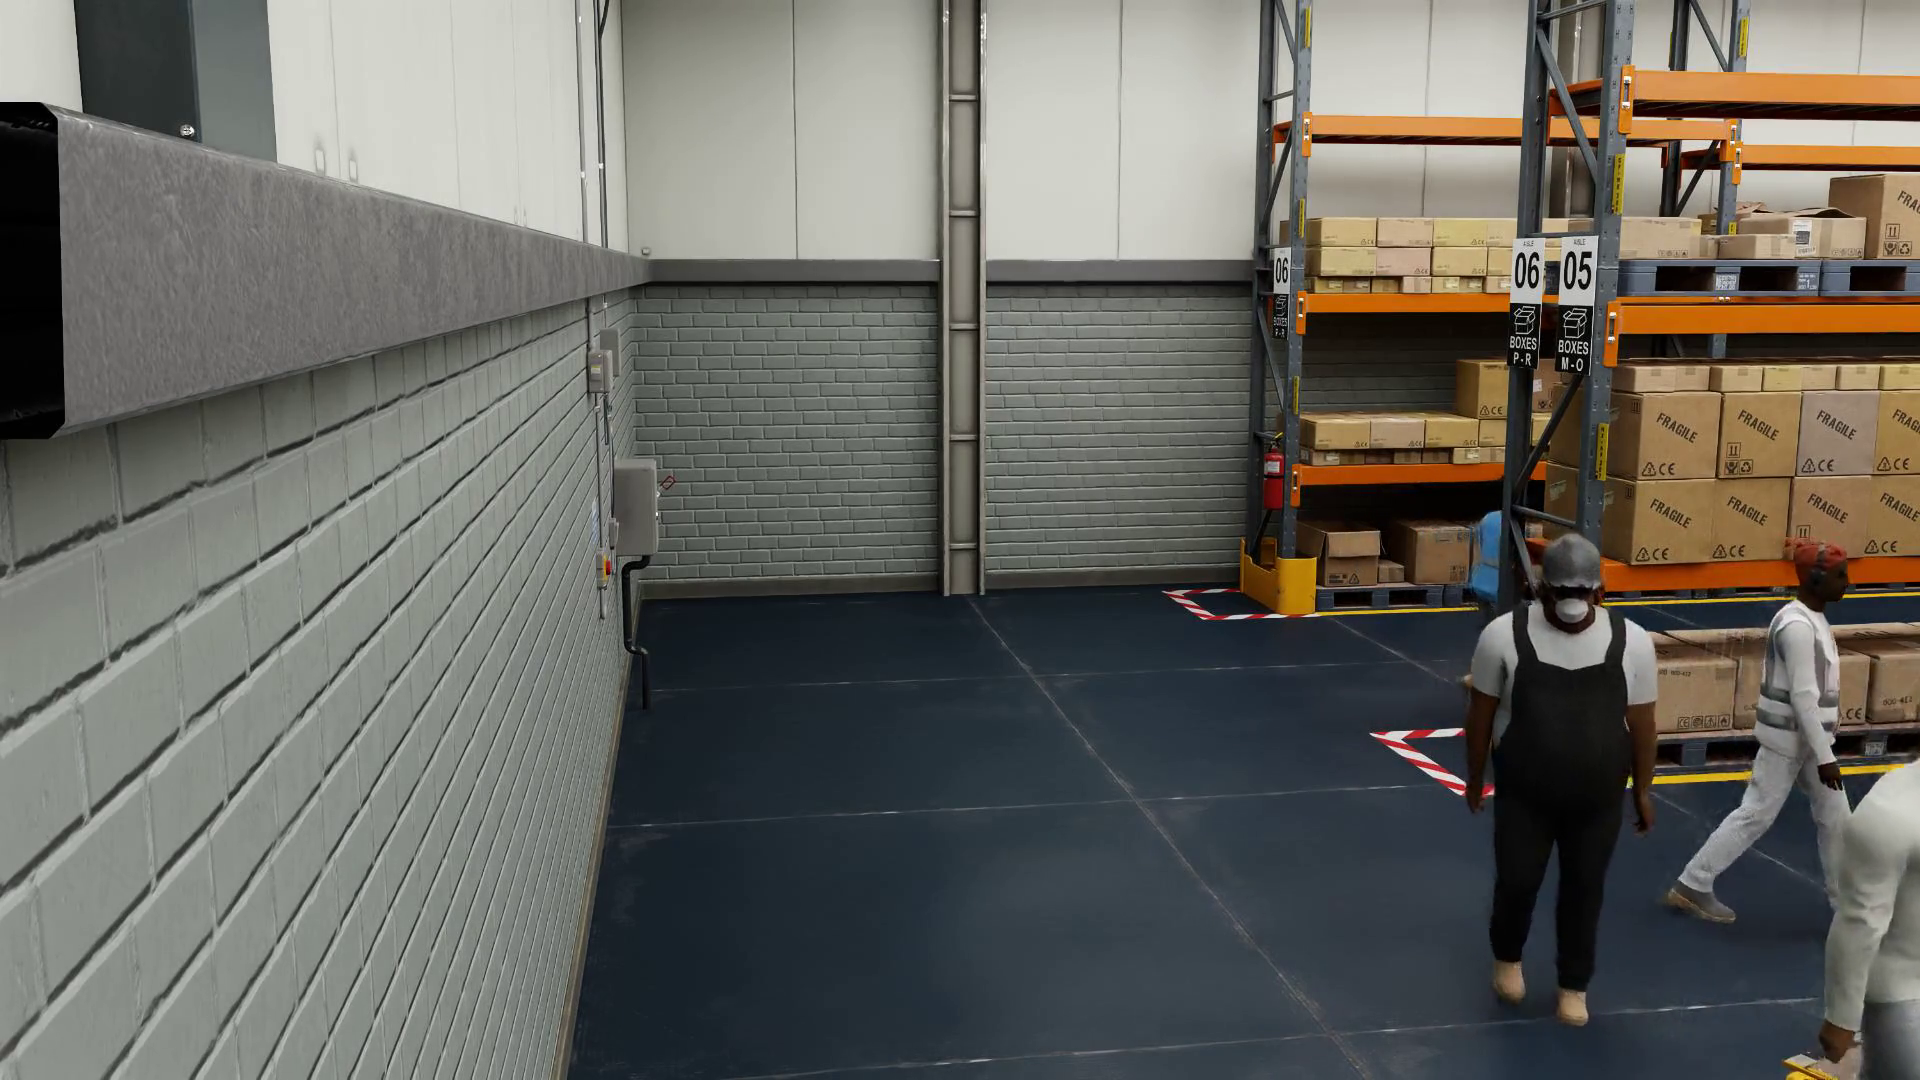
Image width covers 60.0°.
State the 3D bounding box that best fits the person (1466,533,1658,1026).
[{"bbox_3d":[2.408,0.945,6.669,0.717,2.000,0.542,2,9,11],"label":"person"}]

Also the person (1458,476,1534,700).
[{"bbox_3d":[3.657,0.364,11.374,0.467,1.680,0.546,-3,10,-16],"label":"person"}]

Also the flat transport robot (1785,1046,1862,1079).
[{"bbox_3d":[3.482,1.955,5.881,1.431,0.197,0.652,-5,11,-29],"label":"flat transport robot"}]

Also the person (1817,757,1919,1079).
[{"bbox_3d":[2.812,1.332,4.708,0.631,1.899,0.790,-7,11,-36],"label":"person"}]

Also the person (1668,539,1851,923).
[{"bbox_3d":[3.784,0.912,7.581,0.966,1.853,0.575,8,12,39],"label":"person"}]
